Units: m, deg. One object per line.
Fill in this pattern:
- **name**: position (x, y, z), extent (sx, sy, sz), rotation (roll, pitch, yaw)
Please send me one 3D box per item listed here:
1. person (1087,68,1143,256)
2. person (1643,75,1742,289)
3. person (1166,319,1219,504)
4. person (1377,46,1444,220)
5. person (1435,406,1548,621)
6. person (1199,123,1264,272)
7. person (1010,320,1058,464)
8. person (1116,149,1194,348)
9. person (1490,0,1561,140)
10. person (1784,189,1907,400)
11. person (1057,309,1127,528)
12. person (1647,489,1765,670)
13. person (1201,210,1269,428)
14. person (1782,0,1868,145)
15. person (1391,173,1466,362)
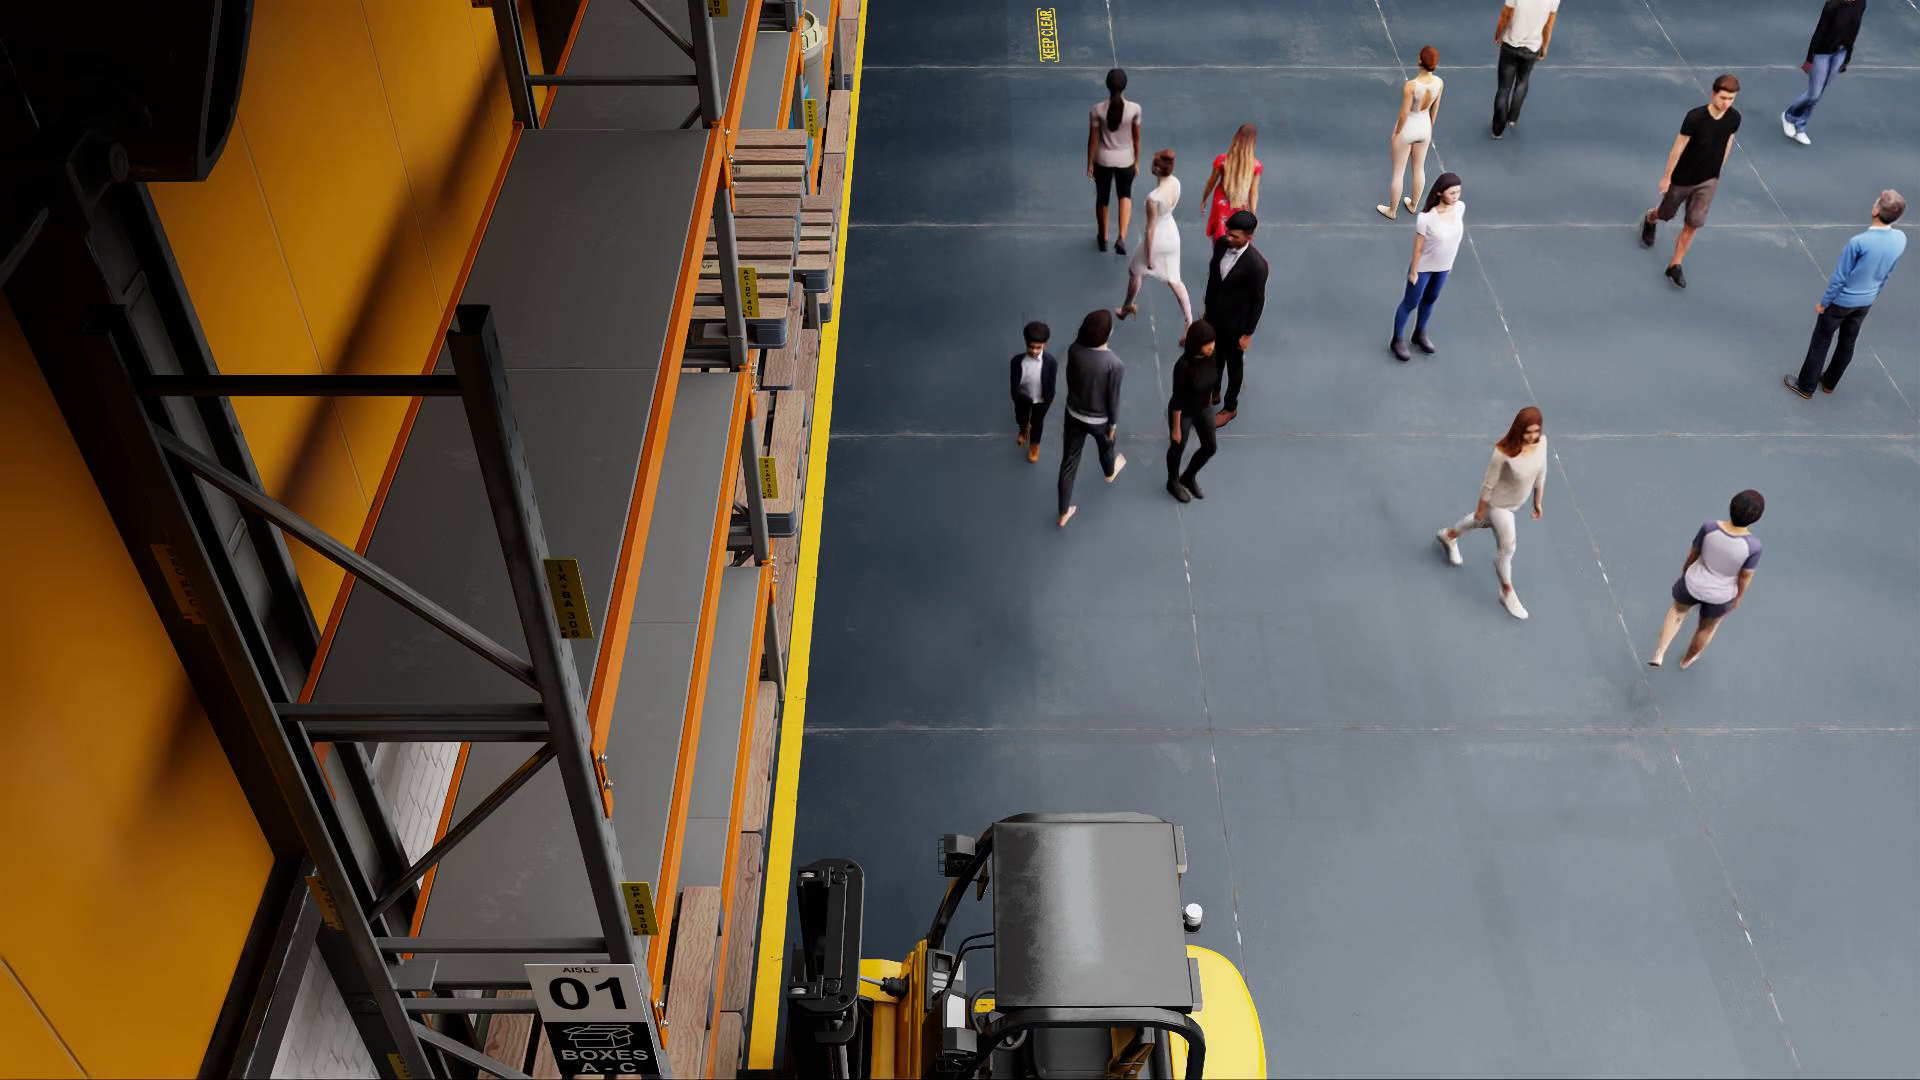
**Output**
- **person**: position (1.330, -3.195, 14.336), extent (0.611, 1.737, 0.811), rotation (-1, 44, -1)
- **person**: position (6.240, -3.152, 14.220), extent (0.661, 1.835, 1.117), rotation (0, 44, 0)
- **person**: position (1.622, -0.969, 12.077), extent (0.705, 1.630, 0.734), rotation (-25, 49, -24)
- **person**: position (4.055, -3.642, 14.873), extent (0.613, 1.643, 0.586), rotation (-15, 46, -16)
- **person**: position (3.670, -0.330, 11.373), extent (0.983, 1.675, 1.207), rotation (-24, 48, -23)
- **person**: position (2.258, -2.692, 13.950), extent (0.699, 1.541, 1.078), rotation (3, 44, 3)
- **person**: position (0.560, -1.166, 12.584), extent (0.545, 1.216, 0.635), rotation (7, 44, 7)
- **person**: position (1.700, -2.318, 13.407), extent (1.021, 1.750, 1.099), rotation (-34, 53, -31)
- **person**: position (5.344, -4.663, 15.842), extent (0.684, 1.786, 0.728), rotation (5, 44, 5)
- **person**: position (6.925, -1.901, 12.919), extent (0.708, 1.818, 0.636), rotation (-9, 44, -9)
- **person**: position (0.885, -0.833, 11.868), extent (0.952, 1.721, 1.177), rotation (20, 47, 19)
- **person**: position (4.843, 0.324, 10.776), extent (0.792, 1.553, 0.861), rotation (31, 52, 29)
- **person**: position (2.070, -1.713, 12.675), extent (0.831, 1.882, 0.712), rotation (-25, 49, -24)
- **person**: position (8.211, -4.649, 15.859), extent (0.689, 1.742, 0.711), rotation (-12, 45, -12)
- **person**: position (3.759, -2.198, 13.329), extent (0.674, 1.682, 0.686), rotation (-22, 48, -21)
